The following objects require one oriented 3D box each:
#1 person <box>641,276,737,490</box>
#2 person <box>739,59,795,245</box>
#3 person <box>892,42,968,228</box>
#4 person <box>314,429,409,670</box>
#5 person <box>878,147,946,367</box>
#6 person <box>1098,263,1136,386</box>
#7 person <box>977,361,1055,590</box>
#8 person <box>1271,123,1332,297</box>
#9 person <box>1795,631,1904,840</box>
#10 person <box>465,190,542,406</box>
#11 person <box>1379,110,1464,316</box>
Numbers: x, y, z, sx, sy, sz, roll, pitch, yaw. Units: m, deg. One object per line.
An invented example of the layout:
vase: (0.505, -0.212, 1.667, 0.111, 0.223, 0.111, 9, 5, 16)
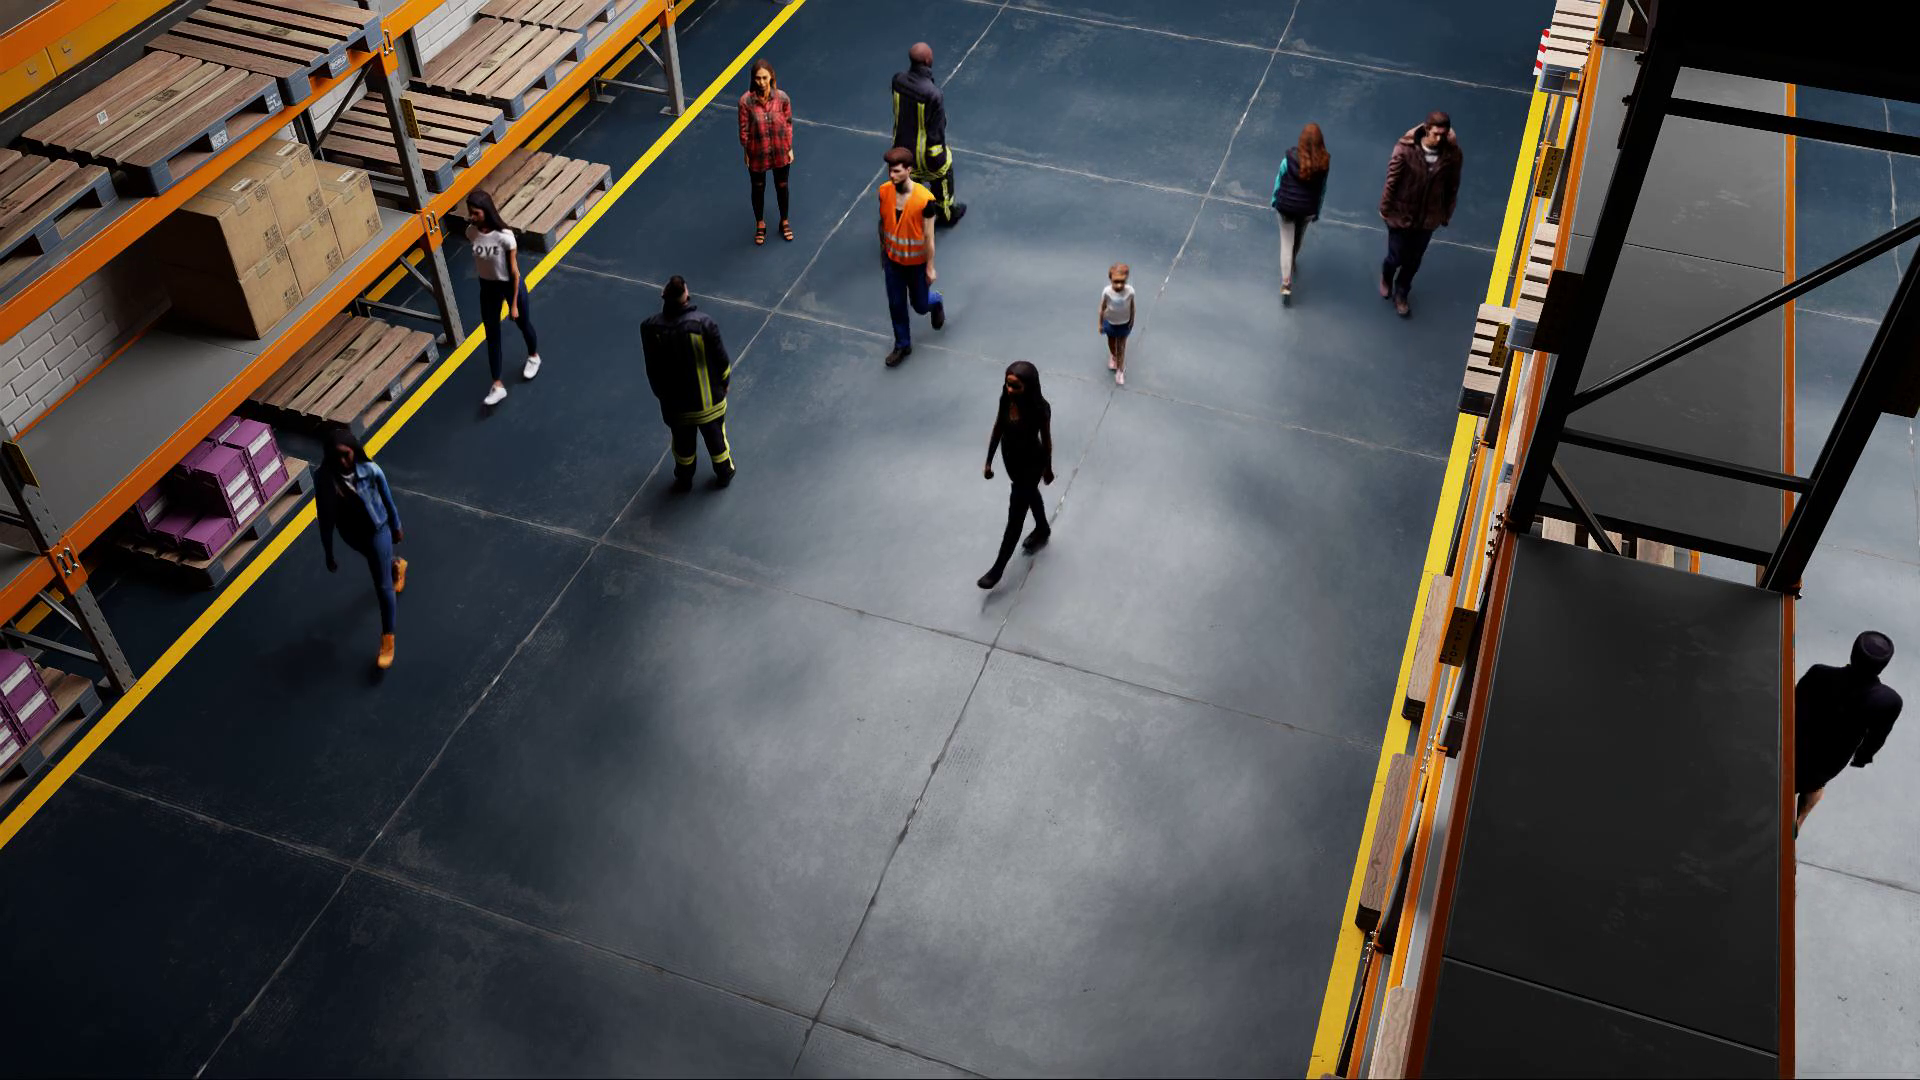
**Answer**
person: (-1.926, -1.125, 11.843, 0.852, 1.860, 0.841, -2, 44, -2)
person: (-1.644, -3.333, 14.275, 0.699, 1.702, 0.717, -7, 44, -8)
person: (-0.404, -3.357, 14.232, 0.926, 1.796, 1.091, 29, 51, 27)
person: (-3.883, -0.089, 10.897, 0.927, 1.664, 1.297, -1, 44, -1)
person: (-0.363, -2.253, 13.020, 0.753, 1.869, 0.980, 20, 47, 20)
person: (1.243, -1.777, 13.147, 0.526, 1.004, 0.666, 2, 44, 3)
person: (0.484, -0.561, 11.368, 0.805, 1.697, 1.150, 28, 50, 26)
person: (2.793, -2.718, 13.801, 0.725, 1.465, 1.026, 4, 44, 4)
person: (4.915, 1.219, 9.526, 0.715, 1.660, 0.661, 18, 46, 18)
person: (-3.460, -1.955, 12.797, 0.656, 1.745, 0.993, 9, 44, 9)
person: (3.676, -2.717, 13.535, 0.870, 1.829, 0.856, -1, 44, -1)
